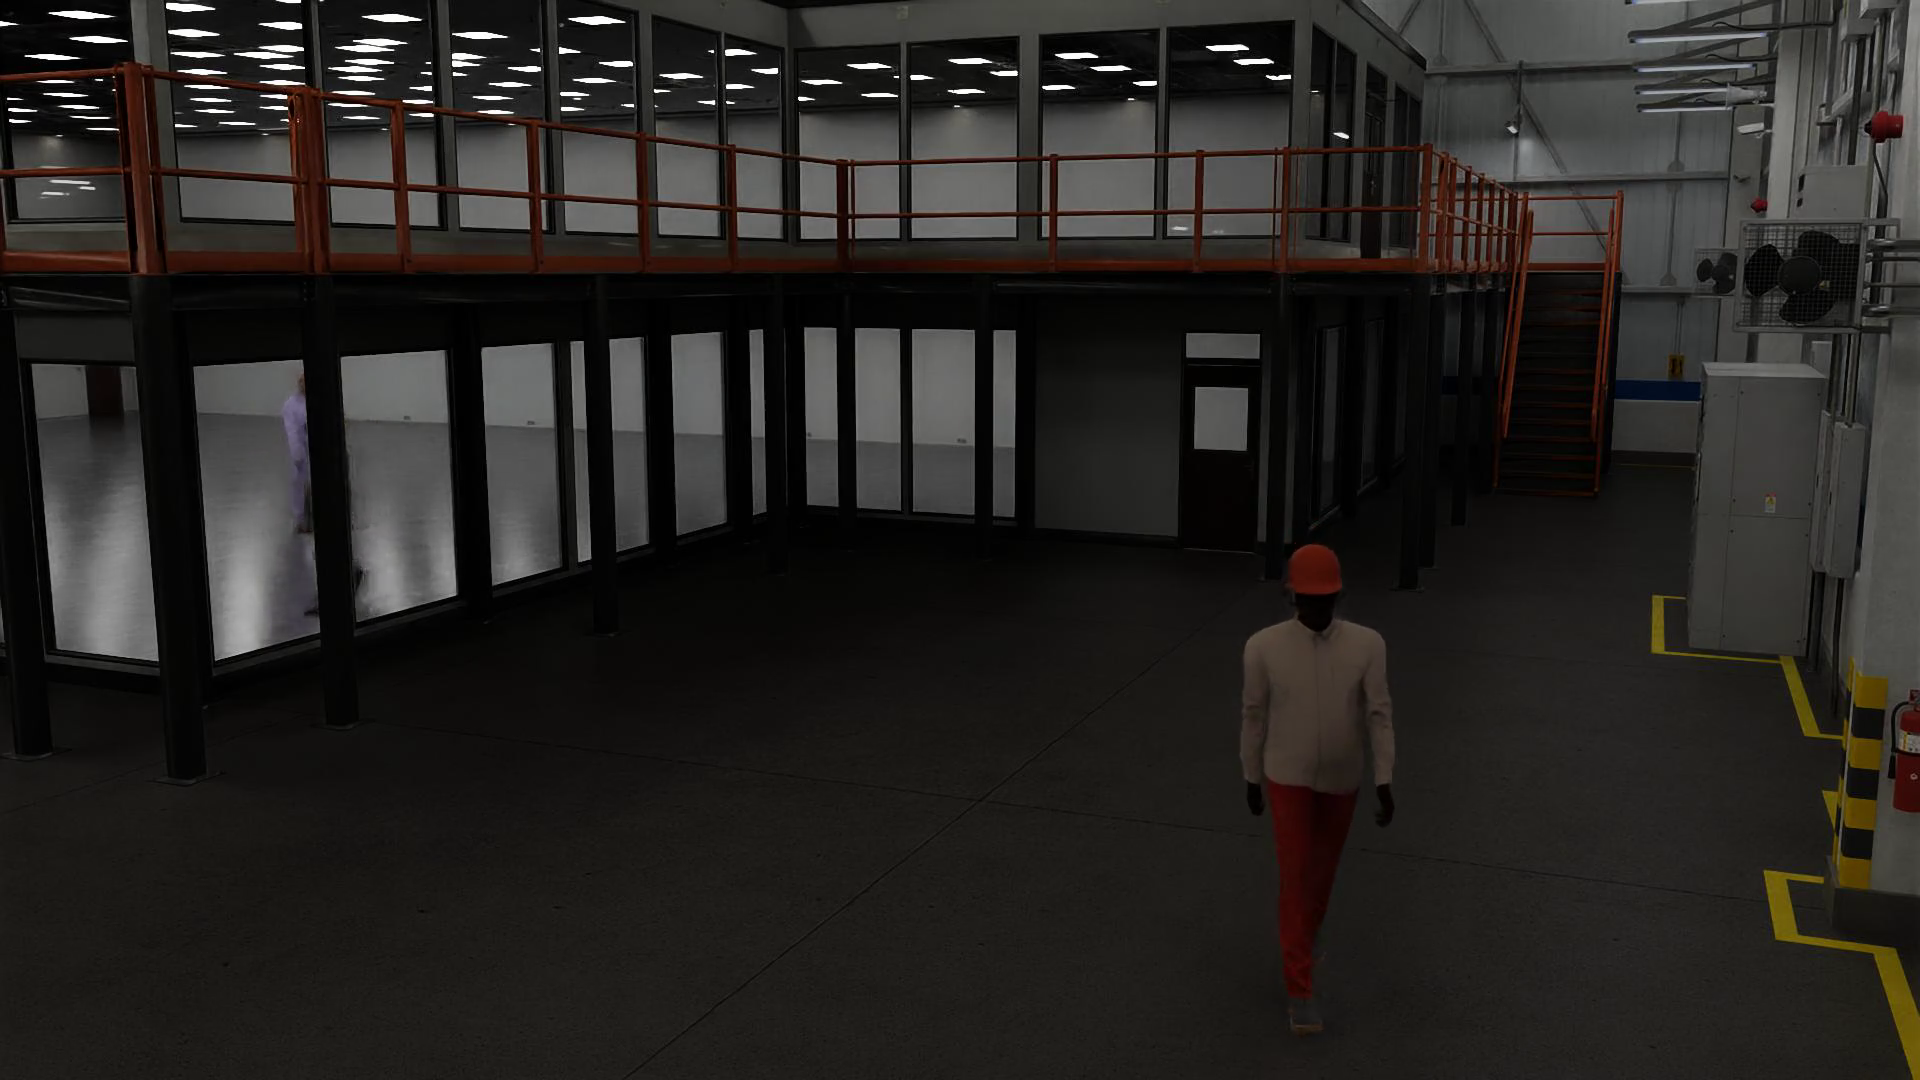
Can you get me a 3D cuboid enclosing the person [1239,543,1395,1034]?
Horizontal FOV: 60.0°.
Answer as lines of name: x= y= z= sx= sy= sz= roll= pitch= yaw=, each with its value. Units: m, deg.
person: x=1.490 y=0.963 z=7.003 sx=0.606 sy=1.952 sz=1.018 roll=0 pitch=9 yaw=0
